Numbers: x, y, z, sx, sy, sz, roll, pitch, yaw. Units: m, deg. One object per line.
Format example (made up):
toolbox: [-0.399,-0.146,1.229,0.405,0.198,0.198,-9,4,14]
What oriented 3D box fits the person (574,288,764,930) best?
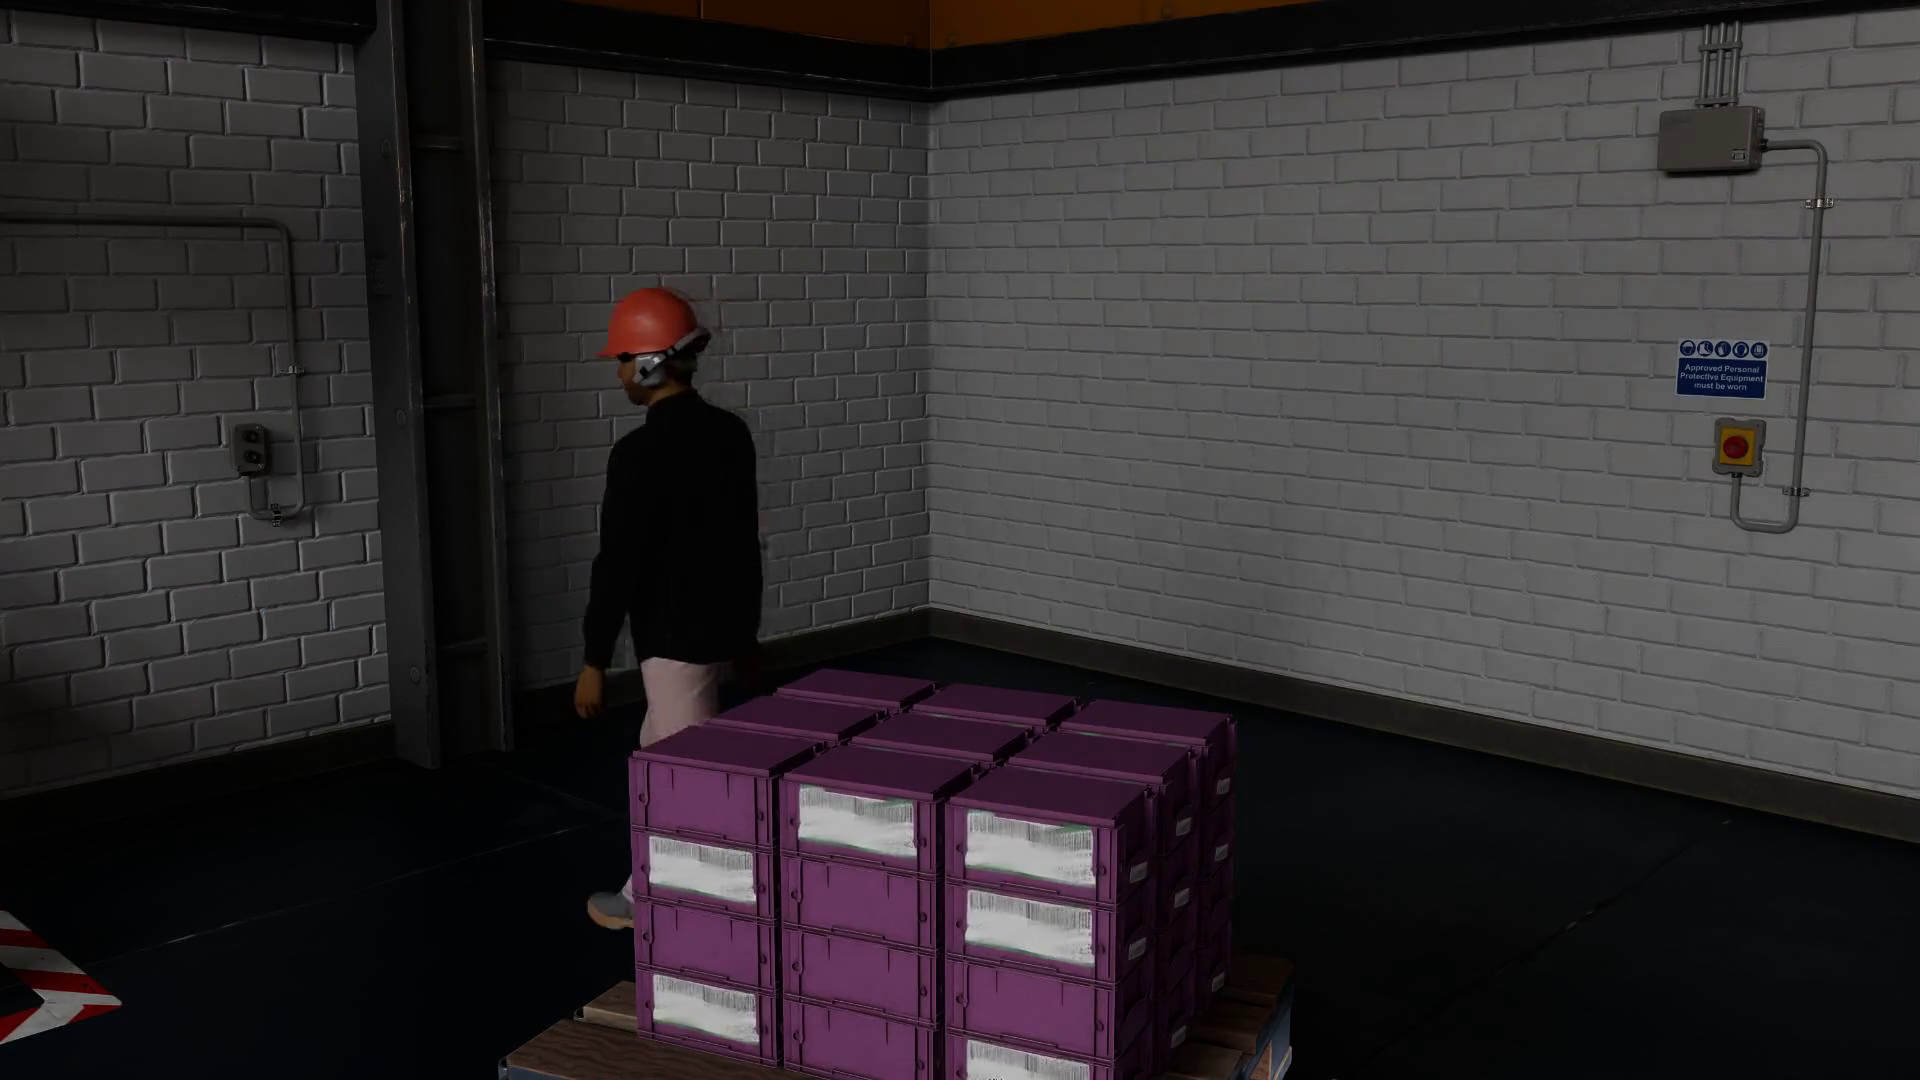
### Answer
person: [-0.890,0.277,4.741,0.865,1.957,0.636,4,10,22]
